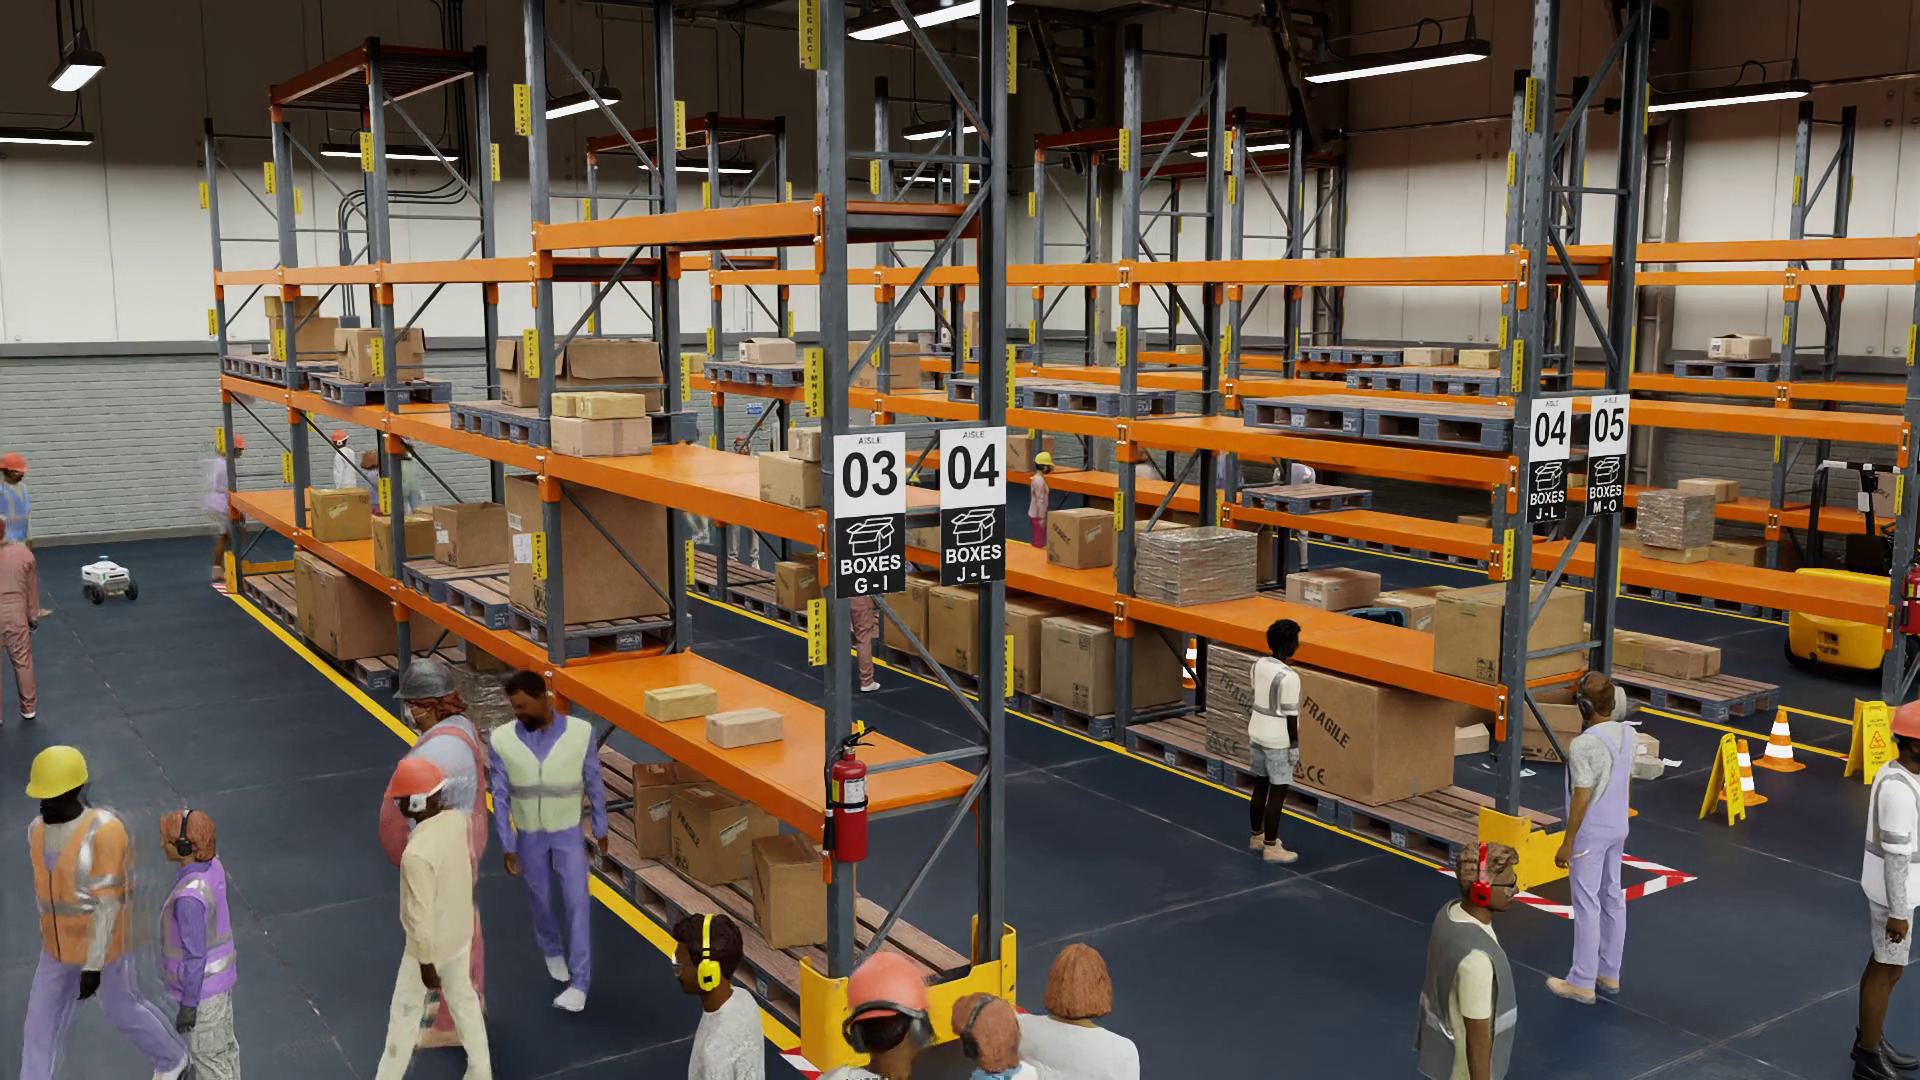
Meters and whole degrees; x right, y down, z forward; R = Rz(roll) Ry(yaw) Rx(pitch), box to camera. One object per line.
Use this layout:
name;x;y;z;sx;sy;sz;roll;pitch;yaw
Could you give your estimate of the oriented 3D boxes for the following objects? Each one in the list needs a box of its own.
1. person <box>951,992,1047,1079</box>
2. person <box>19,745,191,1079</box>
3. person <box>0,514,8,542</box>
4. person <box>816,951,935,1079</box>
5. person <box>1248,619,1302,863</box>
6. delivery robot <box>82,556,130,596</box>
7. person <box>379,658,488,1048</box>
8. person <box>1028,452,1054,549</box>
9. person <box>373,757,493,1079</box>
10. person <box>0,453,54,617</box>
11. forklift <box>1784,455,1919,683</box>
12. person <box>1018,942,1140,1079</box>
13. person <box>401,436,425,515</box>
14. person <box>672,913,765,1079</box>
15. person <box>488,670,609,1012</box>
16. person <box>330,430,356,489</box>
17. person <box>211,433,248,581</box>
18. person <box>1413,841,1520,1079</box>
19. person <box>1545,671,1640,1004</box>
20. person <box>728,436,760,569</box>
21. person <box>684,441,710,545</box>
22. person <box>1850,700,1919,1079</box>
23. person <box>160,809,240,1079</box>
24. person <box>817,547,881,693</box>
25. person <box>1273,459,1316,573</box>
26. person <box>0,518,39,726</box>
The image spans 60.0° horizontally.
person;0.065;2.288;5.528;0.511;1.619;0.629;-8;12;-43
person;-4.046;1.837;7.687;0.585;1.874;0.996;3;9;19
person;-11.125;0.233;18.882;0.575;1.725;0.661;-1;9;-5
person;-0.261;2.215;4.797;0.568;1.993;0.655;-6;10;-33
person;2.162;1.370;11.410;0.319;1.688;0.537;-3;9;-18
delivery robot;-10.791;0.446;21.004;0.707;0.478;0.477;8;11;42
person;-2.747;1.603;8.691;0.536;2.000;0.683;-1;9;-7
person;1.089;-0.309;22.368;0.337;1.757;0.521;0;9;-1
person;-2.593;1.870;7.958;0.712;1.719;0.582;1;9;9
person;-11.406;-0.058;19.903;0.938;2.005;0.610;0;9;1
forklift;9.643;0.253;17.172;2.313;2.155;1.214;-6;10;-33
person;0.421;2.221;5.912;0.500;1.636;0.281;5;10;28
person;-8.859;-1.045;26.821;0.427;1.889;0.643;-1;9;-6
person;-0.800;2.157;5.618;0.328;1.861;0.500;0;9;-2
person;-2.258;1.629;9.159;0.622;1.858;0.942;-1;9;-9
person;-9.672;-0.859;26.072;0.349;1.743;0.563;0;9;1
person;-9.804;-0.439;22.419;0.717;1.995;0.638;-5;10;-29
person;1.941;2.045;6.387;0.379;1.844;0.570;1;9;7
person;3.493;1.631;9.171;0.504;1.839;0.344;-5;10;-32
person;-3.019;-0.502;23.148;0.648;1.907;0.409;0;9;-3
person;-4.084;-0.817;25.457;0.476;1.839;0.664;4;10;27
person;4.649;1.731;8.188;0.372;1.933;0.552;5;10;29
person;-3.382;1.993;7.415;0.309;1.641;0.513;-2;9;-15
person;-1.056;0.540;16.199;0.643;1.913;0.410;2;9;12
person;4.608;-0.431;22.921;0.592;1.833;0.404;2;9;13
person;-8.670;0.717;15.017;0.409;1.913;0.648;7;11;40
